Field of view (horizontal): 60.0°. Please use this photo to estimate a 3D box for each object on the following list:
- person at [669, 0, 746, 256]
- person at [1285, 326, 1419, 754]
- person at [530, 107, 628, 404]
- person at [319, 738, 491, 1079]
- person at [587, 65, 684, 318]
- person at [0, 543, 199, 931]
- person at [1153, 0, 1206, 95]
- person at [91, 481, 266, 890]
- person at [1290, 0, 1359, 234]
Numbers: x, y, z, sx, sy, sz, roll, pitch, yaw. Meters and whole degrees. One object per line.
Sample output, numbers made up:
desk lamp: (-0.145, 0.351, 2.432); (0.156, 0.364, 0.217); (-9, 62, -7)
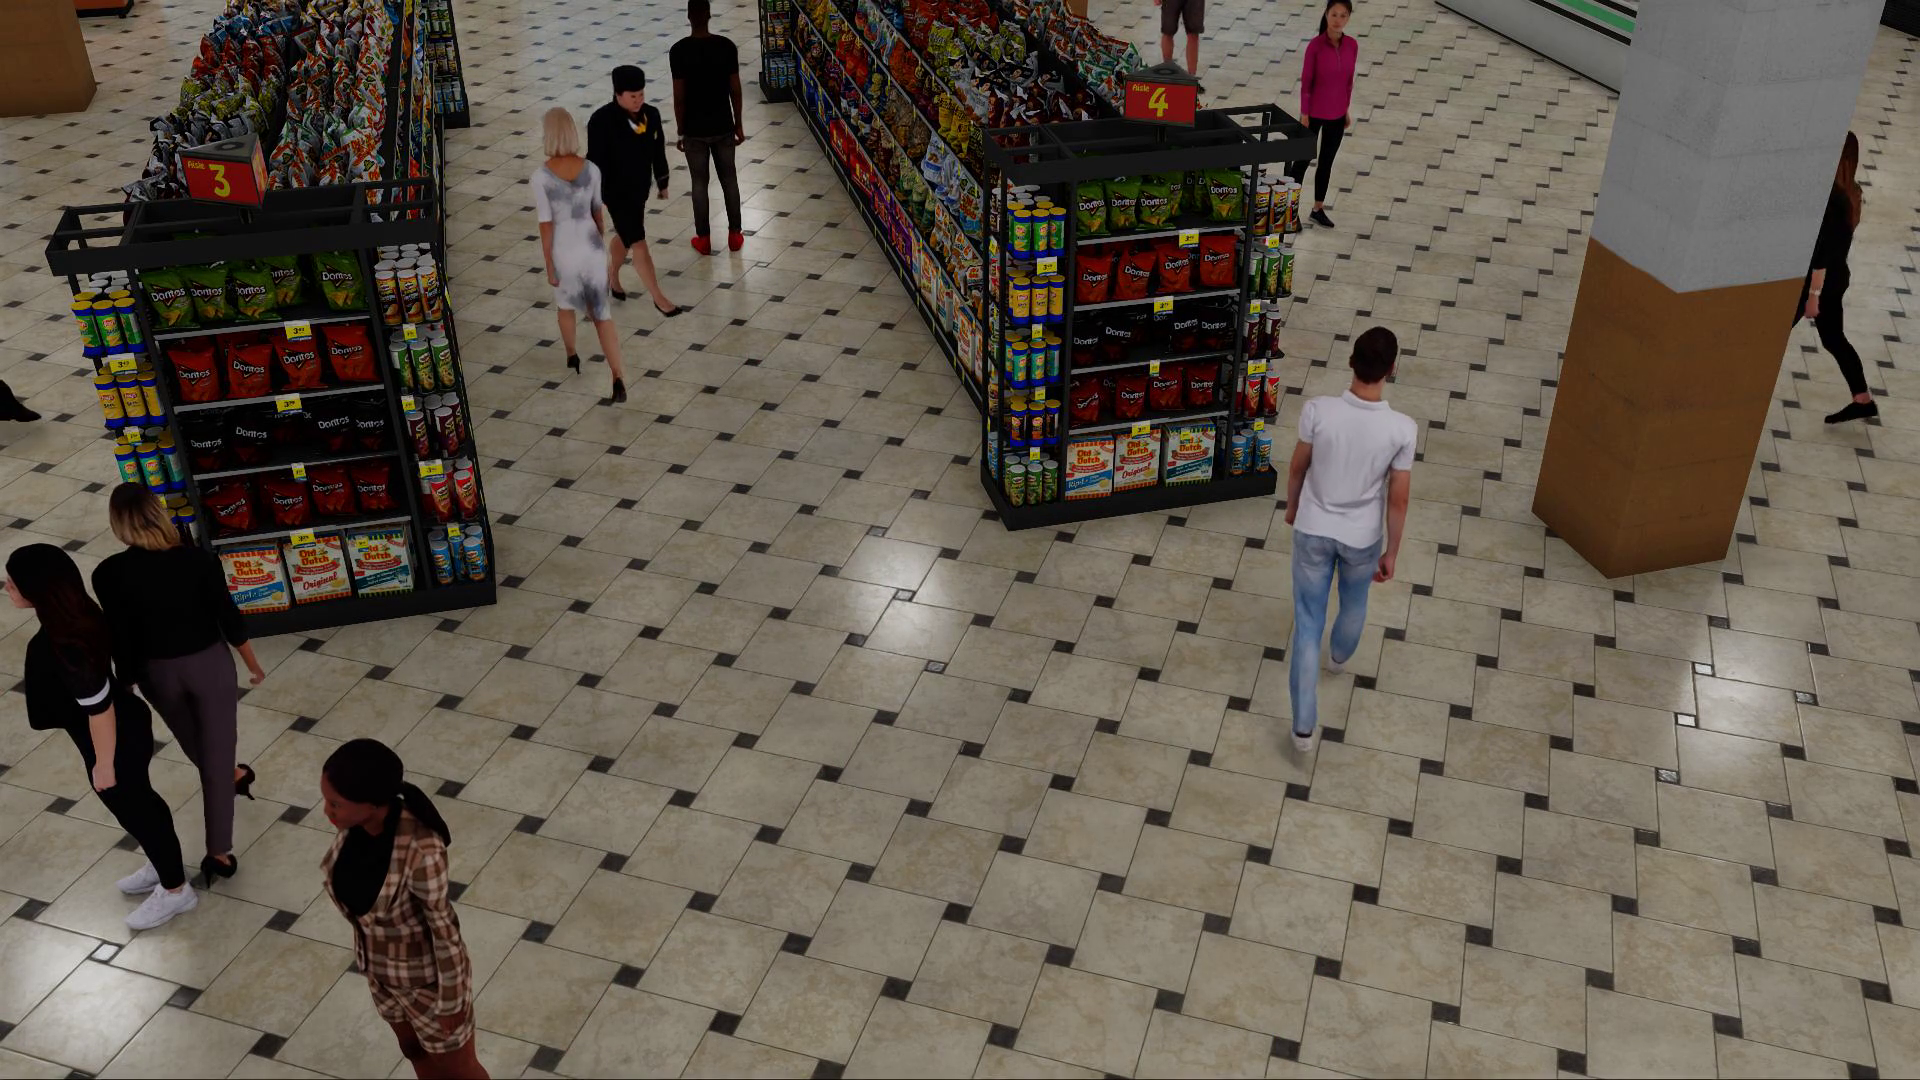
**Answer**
person: (-1.757, -2.891, 11.622); (0.640, 1.806, 0.526); (-10, 33, -15)
person: (1.554, 0.043, 6.908); (1.015, 1.804, 1.297); (6, 32, 10)
person: (-2.173, -1.578, 9.612); (0.727, 1.700, 1.171); (-15, 35, -22)
person: (-1.598, 1.290, 4.914); (0.659, 1.793, 0.739); (22, 38, 31)
person: (-2.198, -2.248, 10.770); (1.227, 1.615, 1.086); (27, 41, 36)
person: (-3.077, 0.707, 5.997); (0.711, 1.638, 0.582); (-15, 35, -23)
person: (1.982, -4.999, 14.980); (0.800, 1.837, 1.054); (-3, 32, -5)
person: (-2.876, 0.602, 6.172); (0.657, 1.632, 0.923); (-6, 32, -10)
person: (2.623, -3.089, 12.041); (0.584, 1.699, 0.559); (-10, 33, -16)
